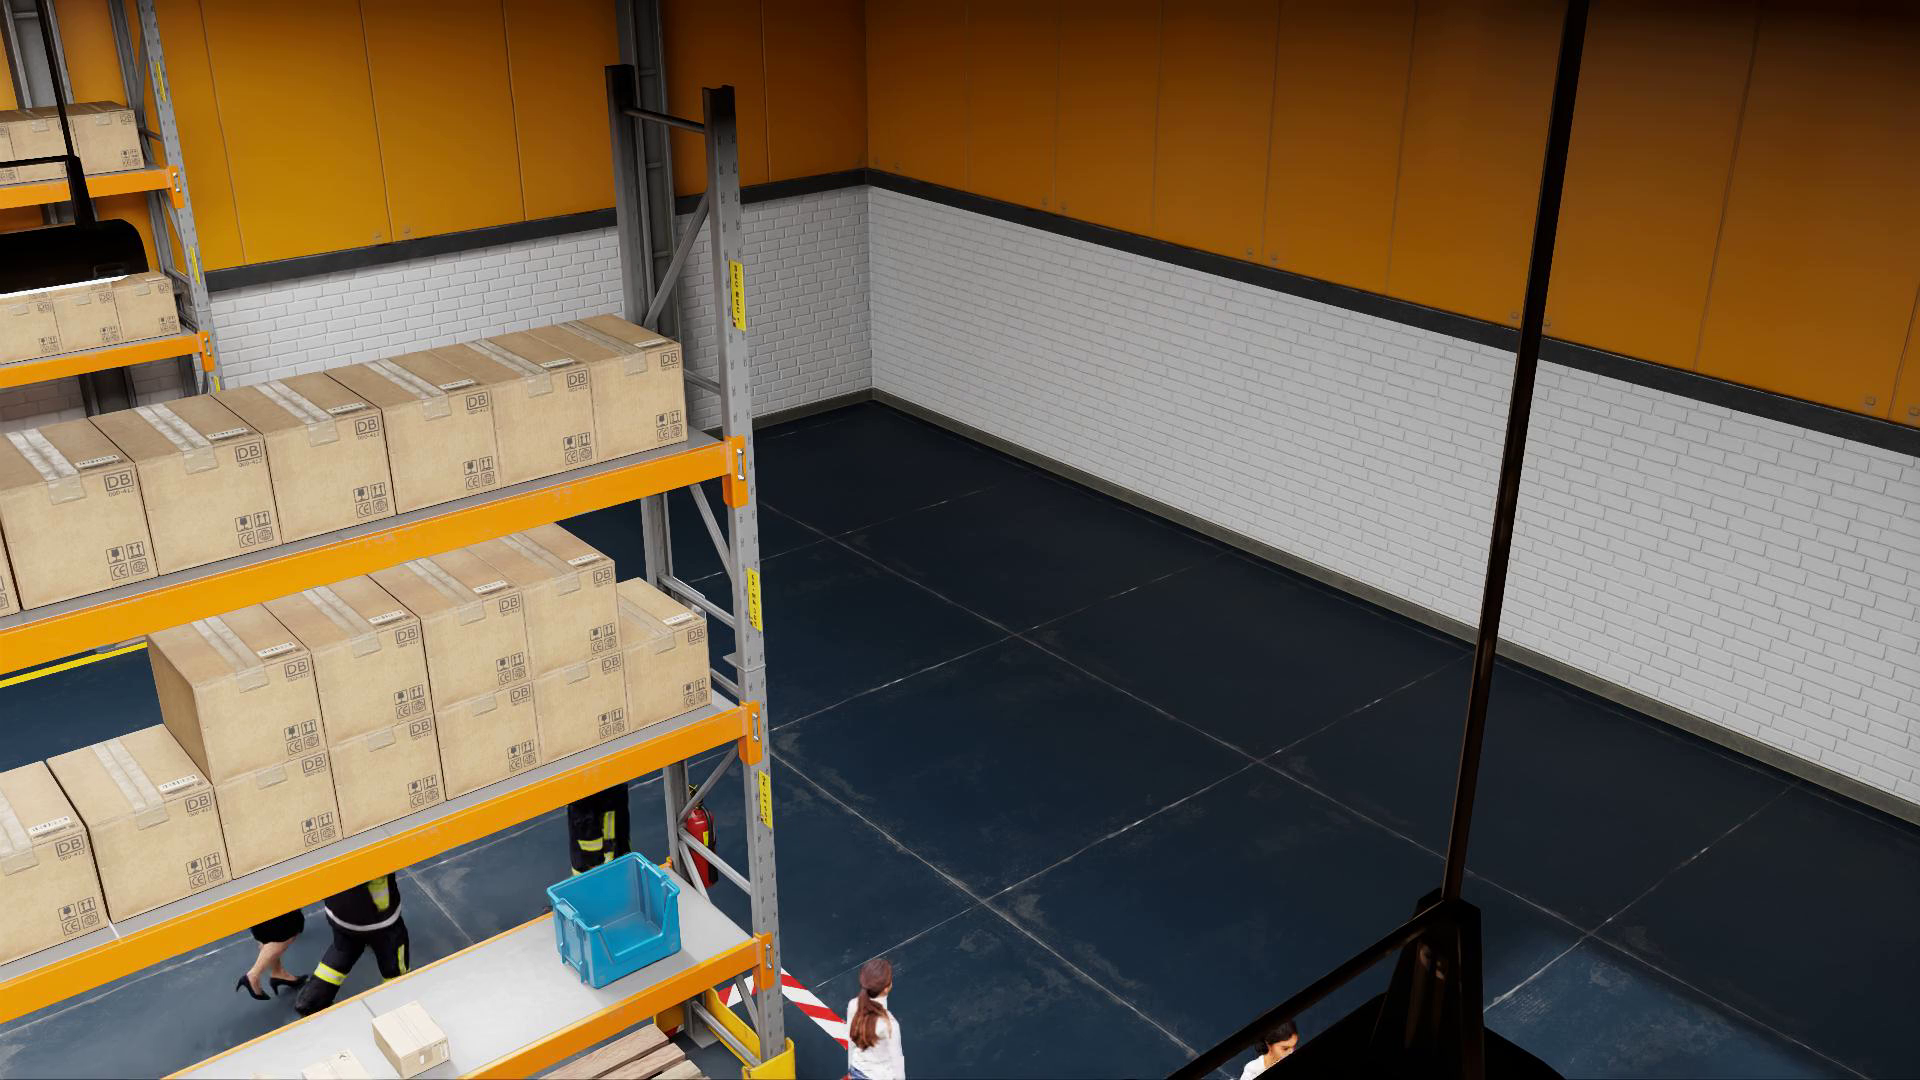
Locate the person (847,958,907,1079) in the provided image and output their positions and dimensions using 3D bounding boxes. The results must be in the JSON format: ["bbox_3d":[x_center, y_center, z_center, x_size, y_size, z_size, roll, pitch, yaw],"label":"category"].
[{"bbox_3d":[-0.521,2.985,9.075,0.567,1.546,0.678,19,30,36],"label":"person"}]

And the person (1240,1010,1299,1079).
[{"bbox_3d":[1.548,3.121,8.701,1.052,1.596,0.730,-15,28,-30],"label":"person"}]
